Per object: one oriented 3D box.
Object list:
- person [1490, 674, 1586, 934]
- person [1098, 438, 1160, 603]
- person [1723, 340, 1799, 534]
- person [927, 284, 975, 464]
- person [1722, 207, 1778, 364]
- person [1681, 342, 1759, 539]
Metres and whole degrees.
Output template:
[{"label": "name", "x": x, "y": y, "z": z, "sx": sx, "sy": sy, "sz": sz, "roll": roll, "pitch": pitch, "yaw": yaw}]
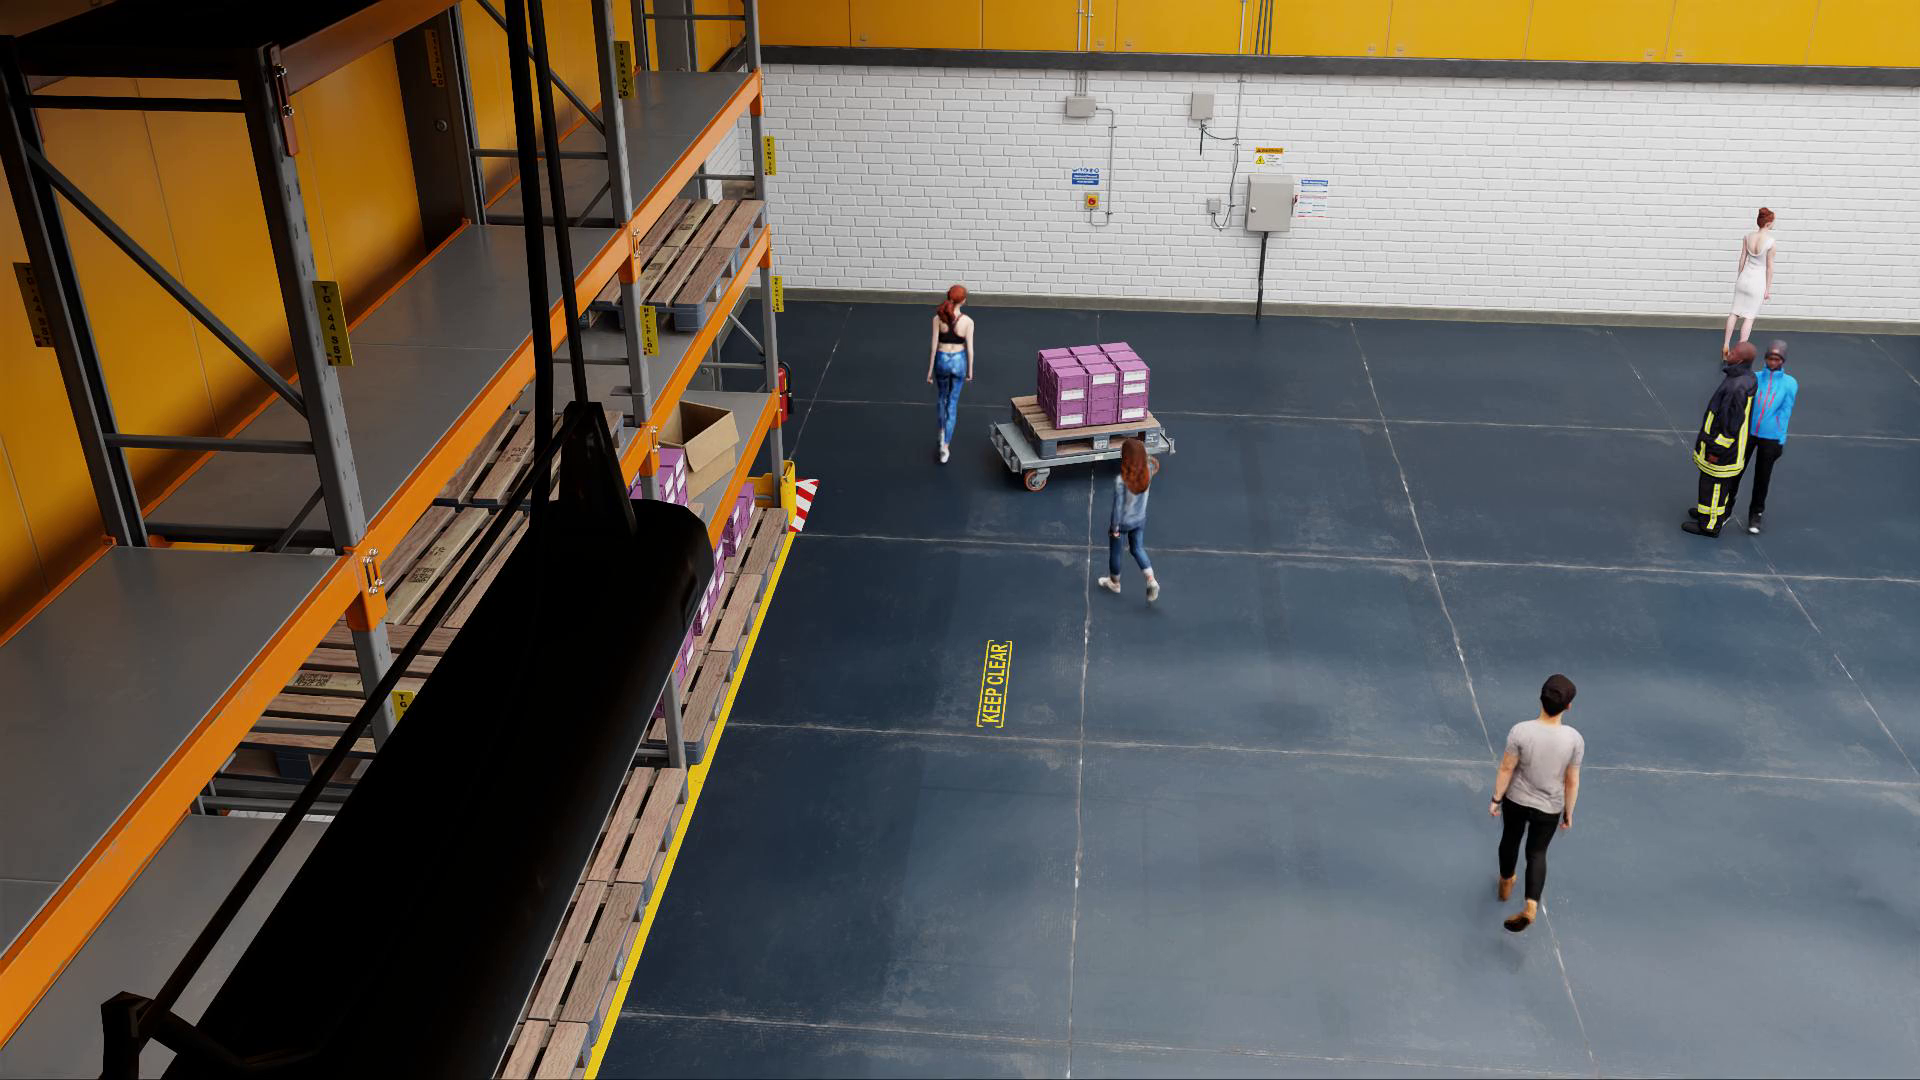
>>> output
[{"label": "person", "x": 3.512, "y": 1.656, "z": 10.229, "sx": 0.825, "sy": 1.691, "sz": 1.059, "roll": 10, "pitch": 30, "yaw": 17}, {"label": "person", "x": 1.453, "y": -0.149, "z": 13.779, "sx": 0.866, "sy": 1.461, "sz": 0.956, "roll": -19, "pitch": 34, "yaw": -31}, {"label": "person", "x": 7.150, "y": -0.944, "z": 14.884, "sx": 0.688, "sy": 1.797, "sz": 0.682, "roll": 14, "pitch": 32, "yaw": 24}, {"label": "person", "x": -0.091, "y": -1.571, "z": 16.071, "sx": 0.590, "sy": 1.762, "sz": 0.808, "roll": 2, "pitch": 29, "yaw": 4}, {"label": "person", "x": 8.669, "y": -2.781, "z": 18.257, "sx": 0.708, "sy": 1.793, "sz": 0.600, "roll": -14, "pitch": 32, "yaw": -24}, {"label": "person", "x": 6.823, "y": -0.916, "z": 14.807, "sx": 0.922, "sy": 1.822, "sz": 0.809, "roll": 19, "pitch": 34, "yaw": 31}]
